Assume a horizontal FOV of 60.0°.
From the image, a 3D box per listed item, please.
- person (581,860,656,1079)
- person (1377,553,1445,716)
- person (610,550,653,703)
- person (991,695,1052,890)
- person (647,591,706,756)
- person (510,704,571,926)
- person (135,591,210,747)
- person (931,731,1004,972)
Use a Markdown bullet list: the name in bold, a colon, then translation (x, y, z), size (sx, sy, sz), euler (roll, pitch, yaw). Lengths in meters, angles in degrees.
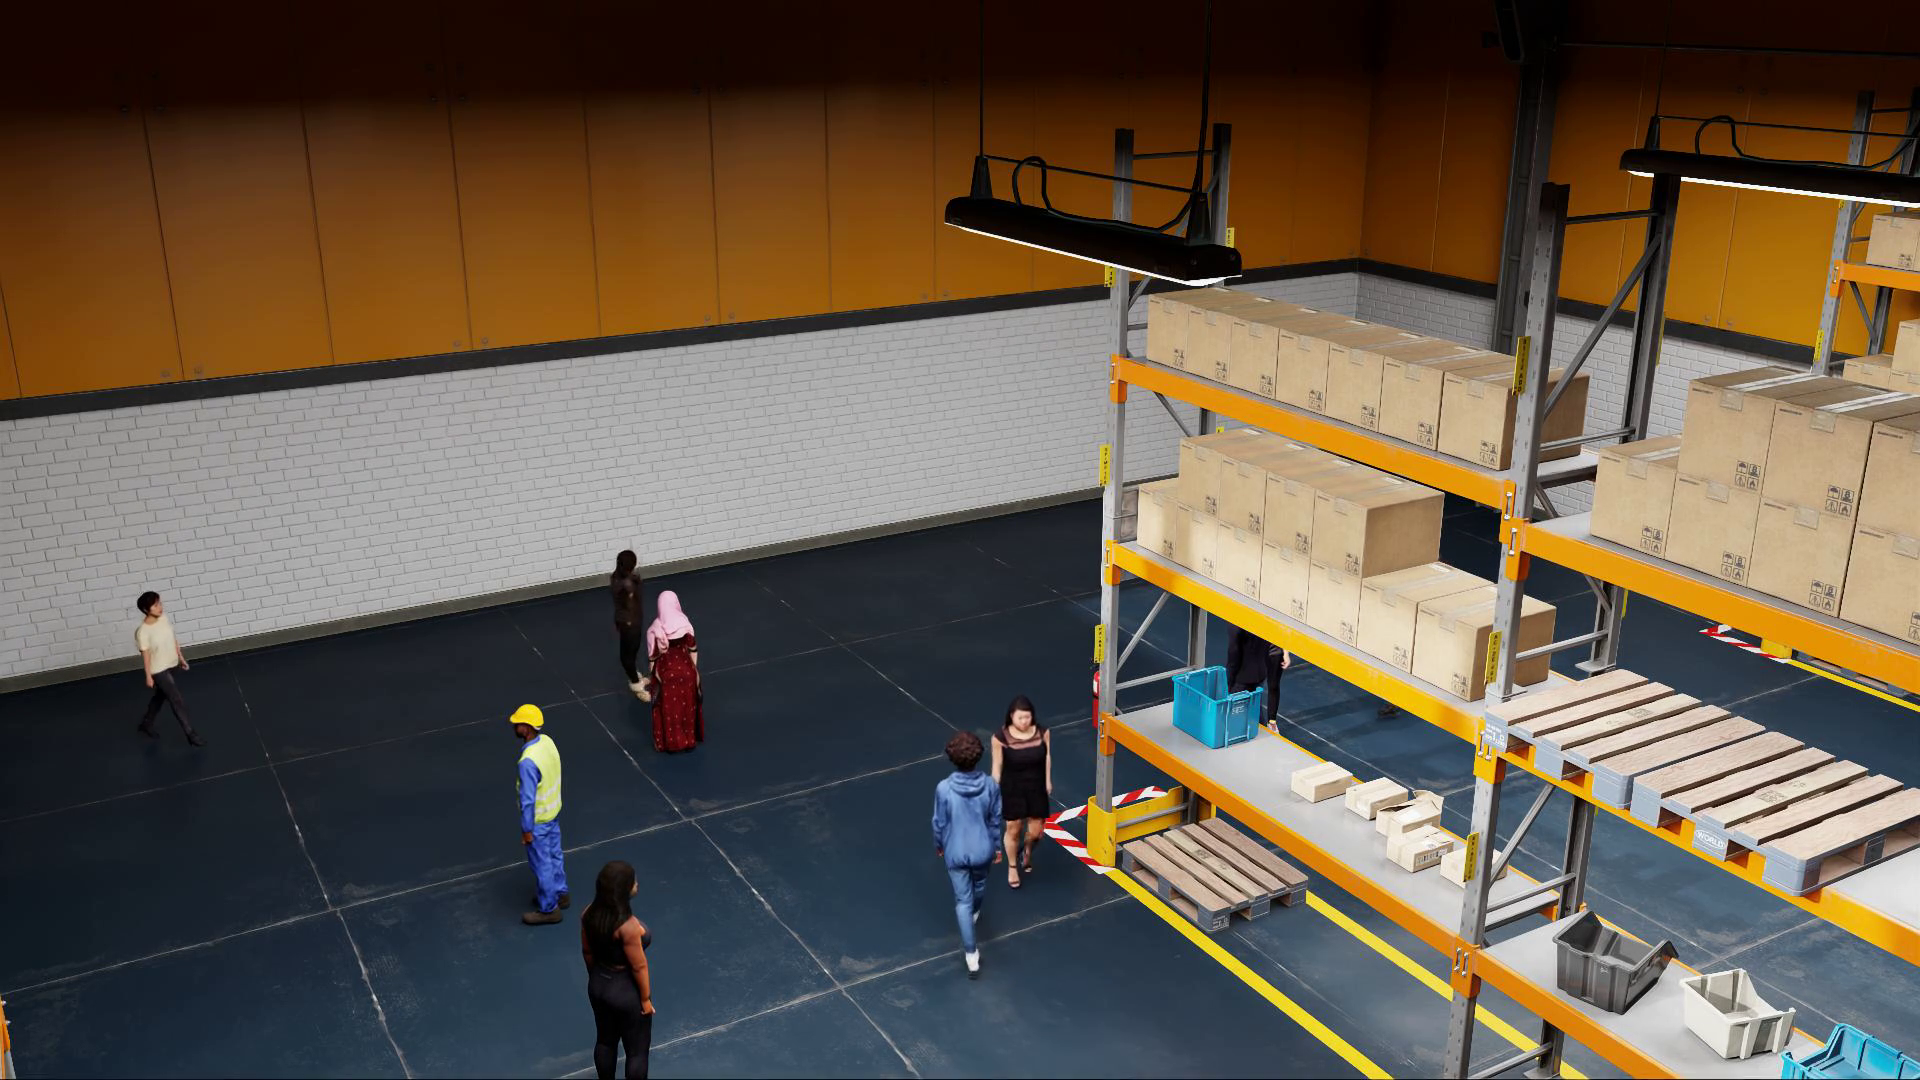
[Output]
- **person**: translation (-2.178, 2.881, 10.641), size (0.709, 1.813, 0.834), euler (12, 22, 33)
- **person**: translation (4.725, 0.948, 16.571), size (0.698, 1.693, 1.121), euler (-12, 22, -32)
- **person**: translation (-3.369, 0.835, 16.958), size (0.826, 1.660, 0.609), euler (4, 19, 11)
- **person**: translation (0.475, 2.001, 13.425), size (0.759, 1.705, 0.762), euler (-4, 19, -13)
- **person**: translation (-2.708, 1.254, 15.758), size (0.733, 1.631, 0.706), euler (-4, 19, -12)
- **person**: translation (-3.262, 2.111, 12.929), size (0.814, 1.812, 0.719), euler (2, 19, 6)
- **person**: translation (-7.693, 1.242, 15.920), size (1.010, 1.551, 1.016), euler (3, 19, 8)
- **person**: translation (0.066, 2.343, 12.329), size (0.986, 1.757, 1.268), euler (-2, 19, -6)
